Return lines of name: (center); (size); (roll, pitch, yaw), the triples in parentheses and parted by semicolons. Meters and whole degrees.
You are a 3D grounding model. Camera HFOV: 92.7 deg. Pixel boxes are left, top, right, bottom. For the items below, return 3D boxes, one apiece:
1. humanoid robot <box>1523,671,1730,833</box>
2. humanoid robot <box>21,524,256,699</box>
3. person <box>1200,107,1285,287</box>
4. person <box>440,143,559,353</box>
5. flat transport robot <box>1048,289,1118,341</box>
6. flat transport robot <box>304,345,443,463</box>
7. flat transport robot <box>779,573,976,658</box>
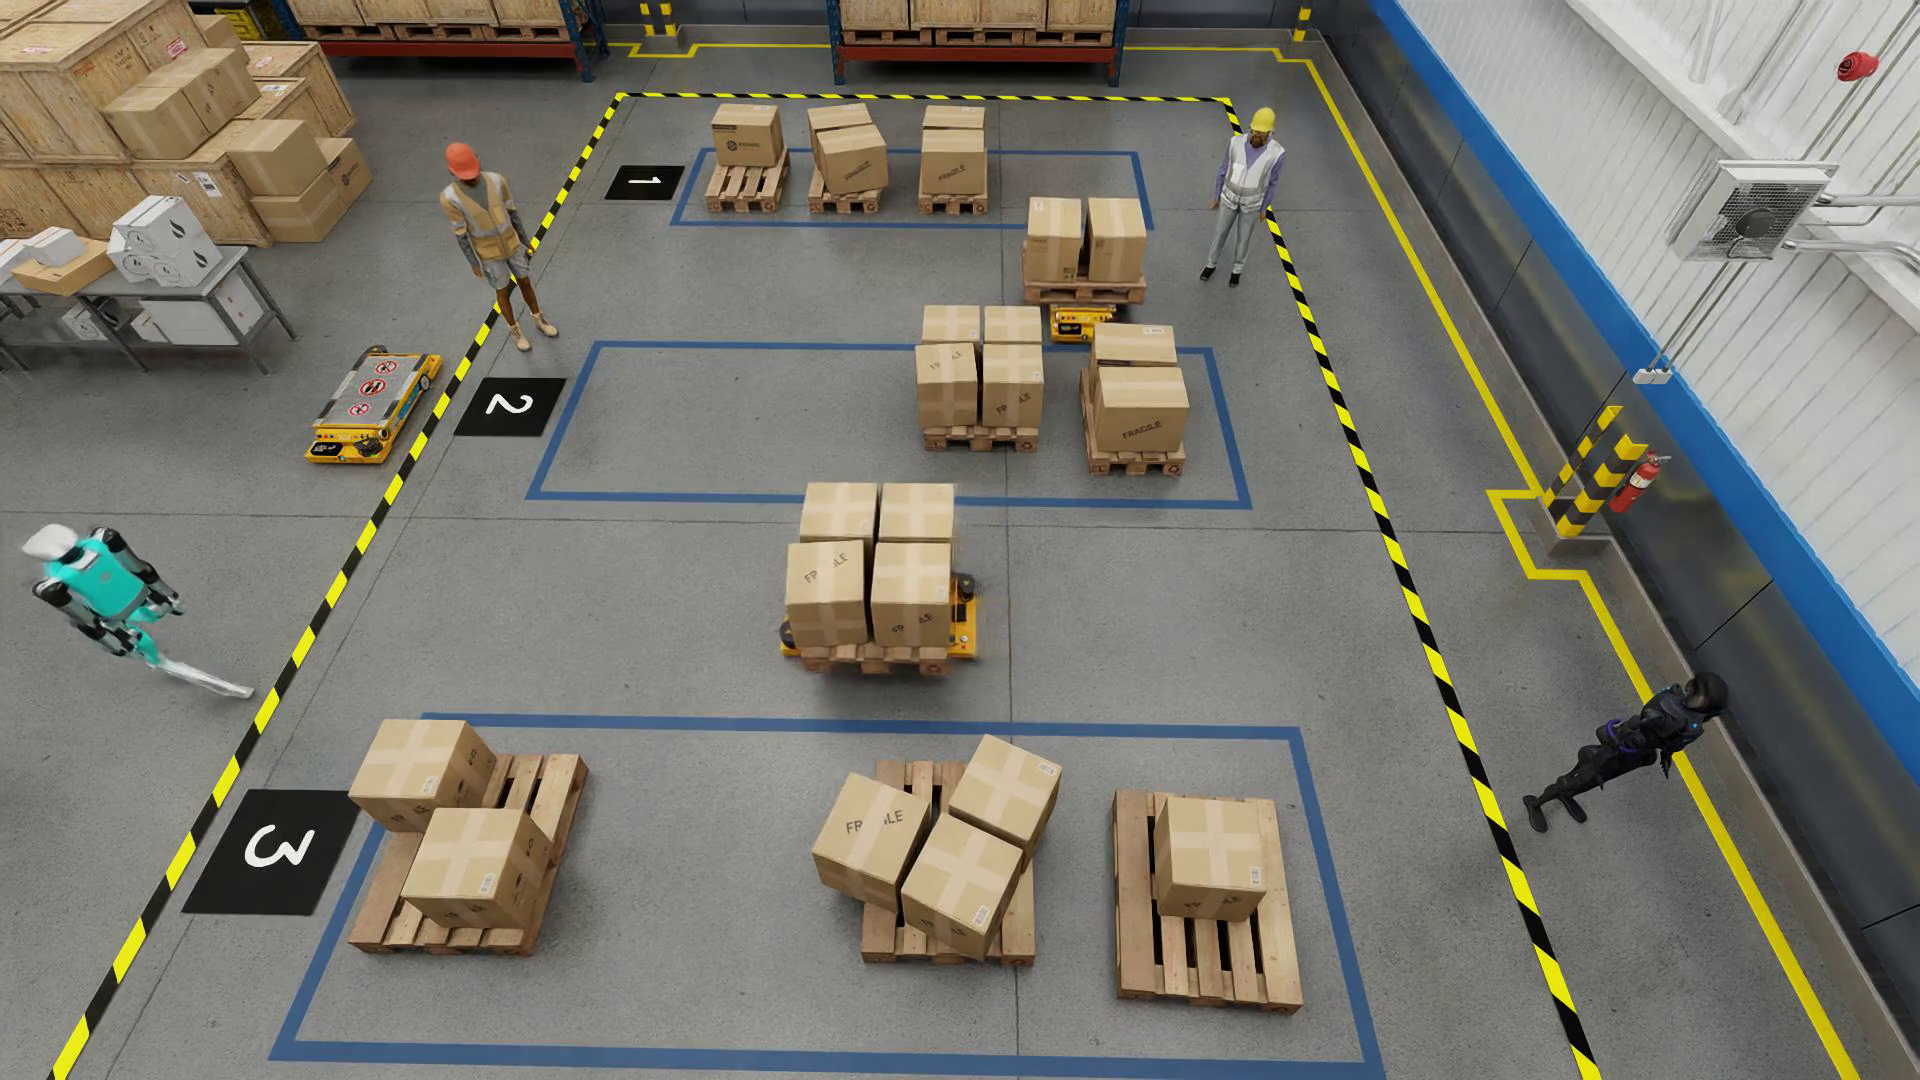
humanoid robot: (3.924, 1.253, 5.377); (0.599, 1.653, 0.315); (-7, 50, -6)
humanoid robot: (-5.541, 0.502, 6.018); (1.038, 1.770, 0.539); (10, 50, 8)
person: (2.841, -3.432, 9.244); (0.589, 1.837, 0.404); (19, 52, 15)
person: (-4.251, -2.683, 8.484); (0.398, 2.029, 0.613); (35, 58, 26)
flat transport robot: (1.250, -2.583, 9.535); (0.652, 0.197, 1.431); (1, 50, 1)
flat transport robot: (-5.383, -1.269, 8.441); (0.659, 0.231, 1.431); (1, 50, 1)
flat transport robot: (-0.599, 0.548, 6.885); (1.431, 0.197, 0.652); (1, 50, 1)
